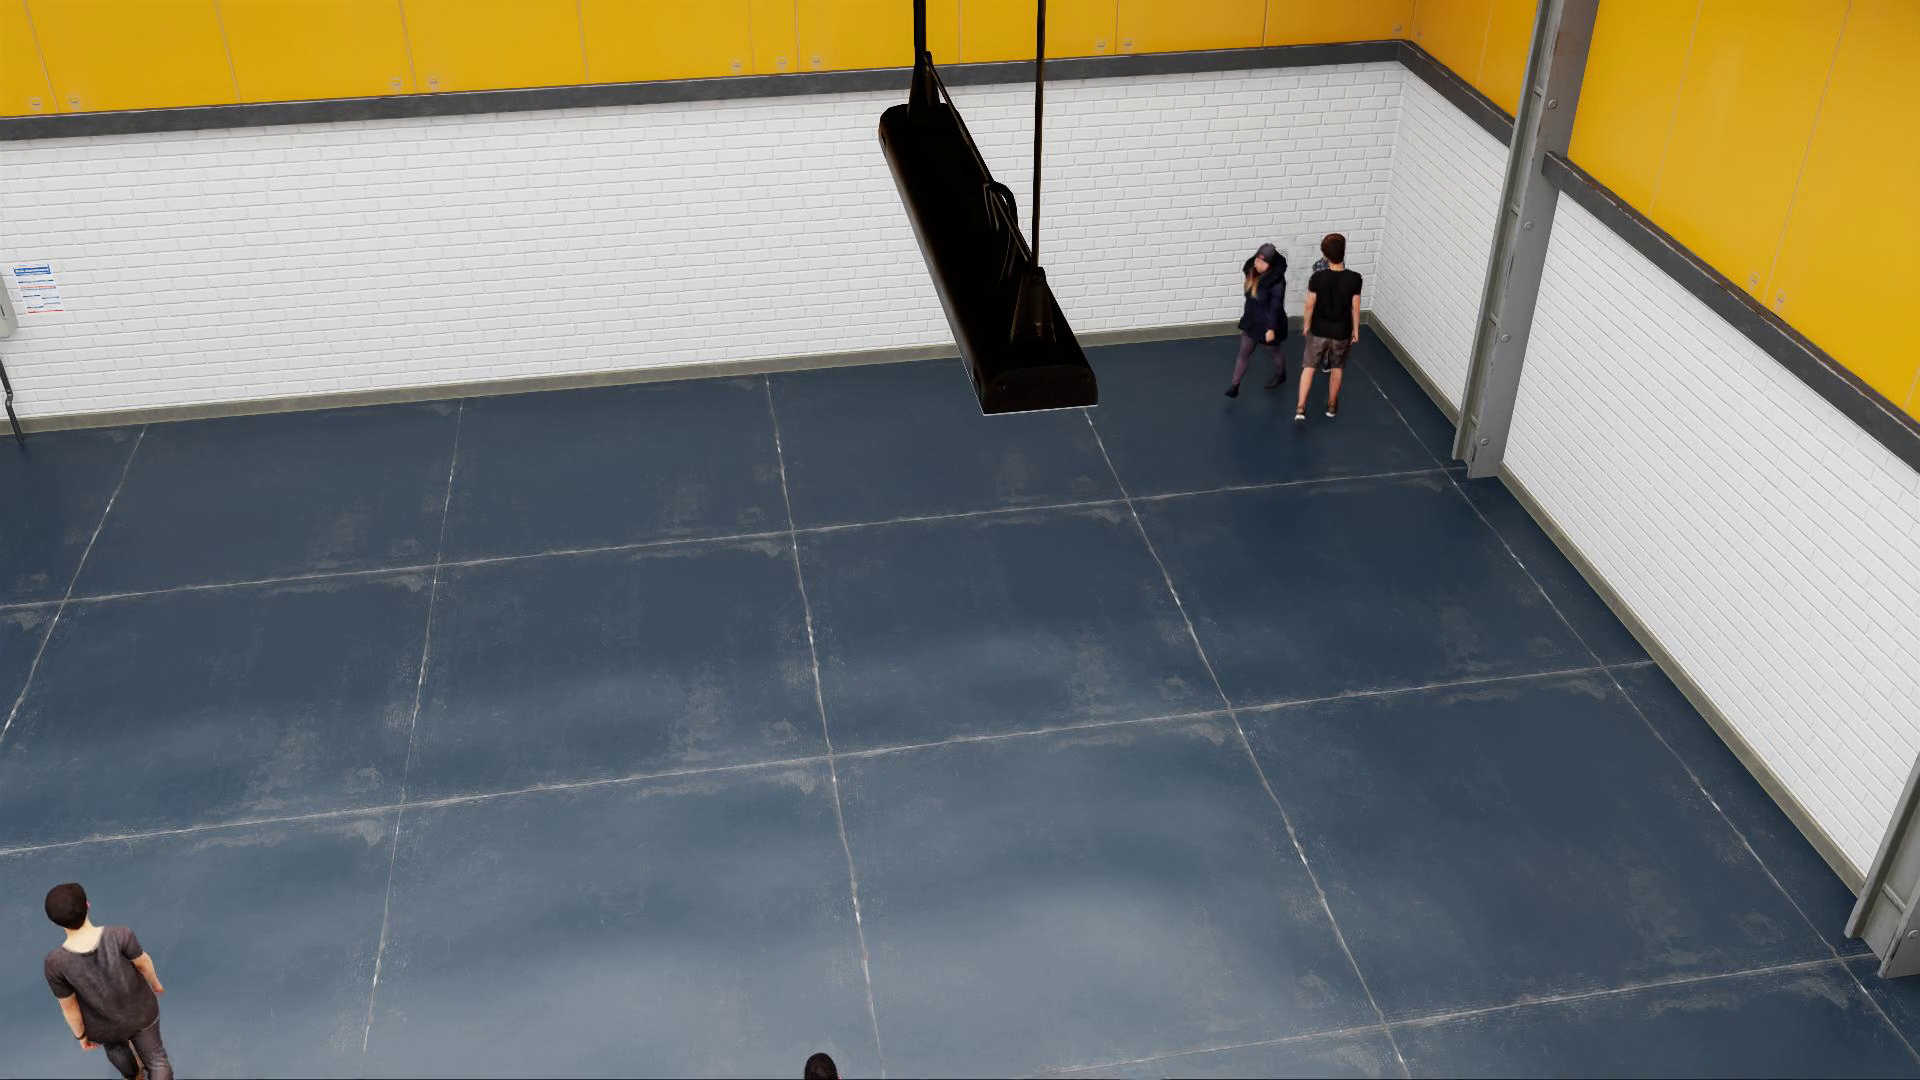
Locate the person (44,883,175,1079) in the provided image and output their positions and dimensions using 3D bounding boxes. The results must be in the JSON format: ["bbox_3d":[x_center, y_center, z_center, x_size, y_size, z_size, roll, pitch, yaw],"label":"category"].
[{"bbox_3d":[-4.518,2.559,8.948,0.841,1.697,1.133,-16,37,-22],"label":"person"}]

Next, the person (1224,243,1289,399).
[{"bbox_3d":[3.001,-2.137,16.082,1.042,1.620,1.117,-19,38,-27],"label":"person"}]

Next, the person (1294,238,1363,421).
[{"bbox_3d":[3.421,-1.925,15.568,0.881,1.836,1.053,10,35,15],"label":"person"}]

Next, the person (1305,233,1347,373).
[{"bbox_3d":[3.657,-2.380,16.608,0.589,1.442,0.637,18,38,25],"label":"person"}]
